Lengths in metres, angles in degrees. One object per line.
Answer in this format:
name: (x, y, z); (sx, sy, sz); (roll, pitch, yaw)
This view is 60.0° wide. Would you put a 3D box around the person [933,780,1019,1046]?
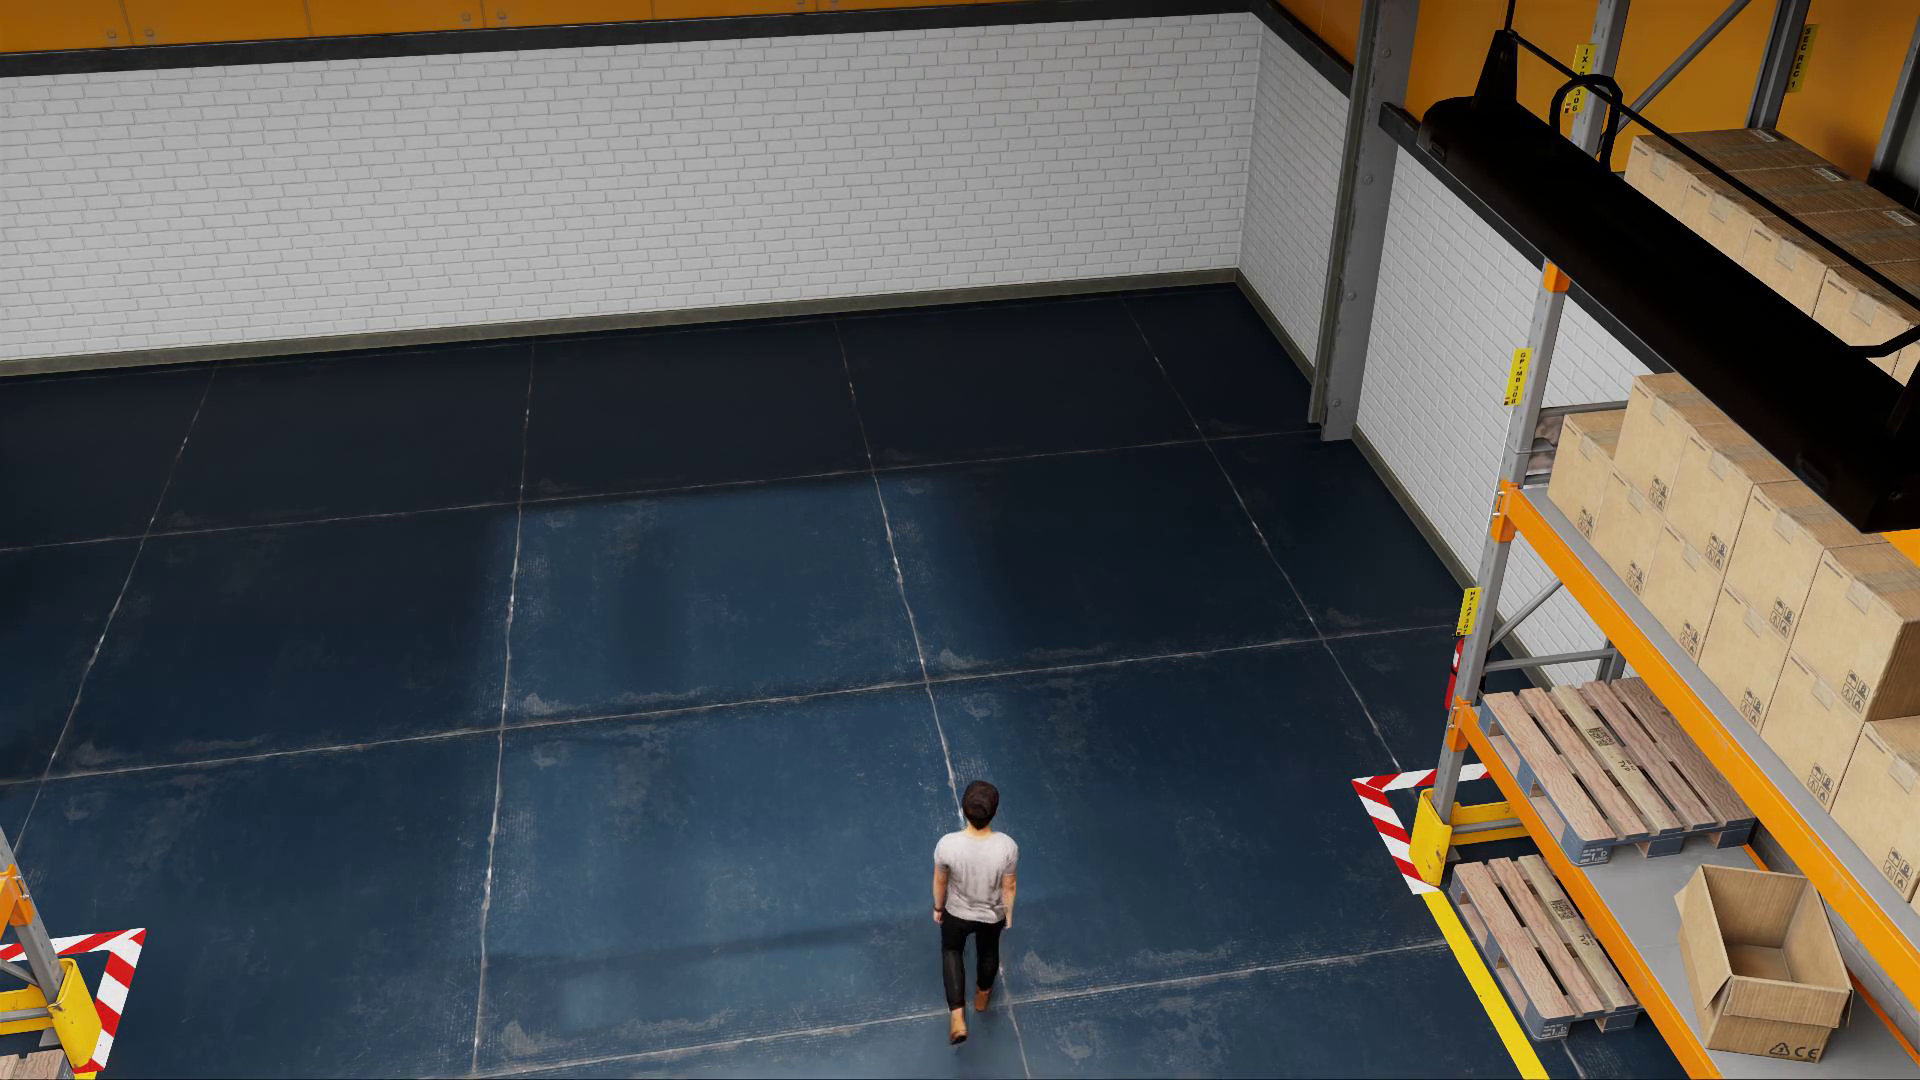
person: (0.075, 2.033, 8.952); (0.709, 1.710, 0.954); (1, 34, 1)
